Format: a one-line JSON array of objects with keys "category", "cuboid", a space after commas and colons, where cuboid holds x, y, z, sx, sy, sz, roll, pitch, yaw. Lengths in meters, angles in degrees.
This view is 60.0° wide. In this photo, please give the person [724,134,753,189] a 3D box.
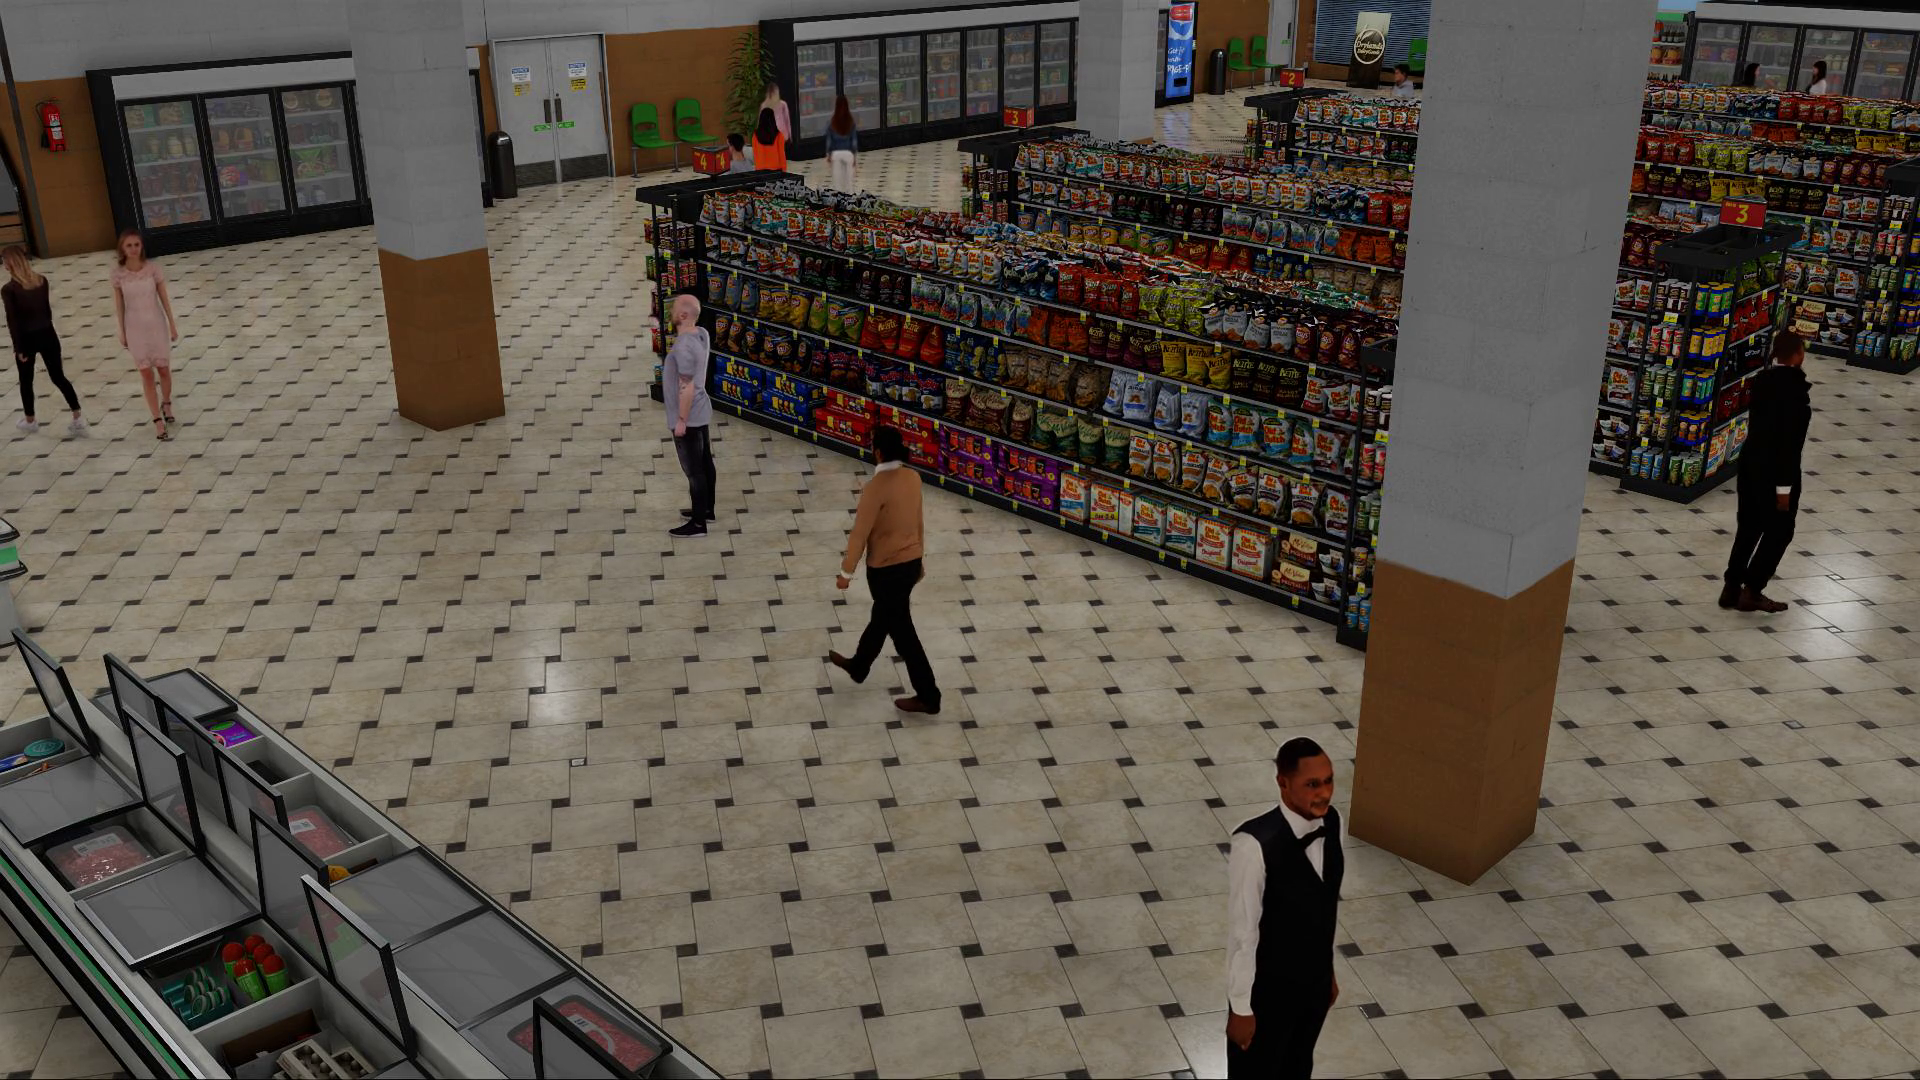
[{"category": "person", "cuboid": [-2.596, -3.861, 19.648, 0.655, 1.847, 0.691, 10, 24, 23]}]

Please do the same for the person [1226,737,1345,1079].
[{"category": "person", "cuboid": [1.168, 1.569, 6.041, 0.727, 1.918, 0.616, -16, 27, -34]}]

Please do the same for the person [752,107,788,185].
[{"category": "person", "cuboid": [-2.573, -4.980, 22.567, 0.663, 1.748, 0.770, 5, 22, 13]}]

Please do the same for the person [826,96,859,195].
[{"category": "person", "cuboid": [-1.693, -5.480, 23.924, 1.082, 1.664, 1.194, -2, 22, -4]}]

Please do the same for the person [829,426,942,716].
[{"category": "person", "cuboid": [-0.336, 0.218, 9.681, 1.199, 1.710, 0.848, 13, 25, 29]}]

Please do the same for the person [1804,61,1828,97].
[{"category": "person", "cuboid": [14.985, -7.529, 29.102, 1.134, 1.606, 1.032, 2, 22, 4]}]

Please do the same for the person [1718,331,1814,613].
[{"category": "person", "cuboid": [5.351, -0.420, 11.063, 0.917, 1.865, 0.819, 2, 22, 4]}]

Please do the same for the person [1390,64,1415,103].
[{"category": "person", "cuboid": [6.990, -6.473, 26.125, 1.177, 1.866, 1.268, -6, 23, -13]}]

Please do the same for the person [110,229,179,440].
[{"category": "person", "cuboid": [-7.149, -1.826, 14.666, 0.776, 1.787, 1.071, -12, 25, -27]}]

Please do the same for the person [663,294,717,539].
[{"category": "person", "cuboid": [-2.007, -0.940, 12.394, 0.793, 1.838, 0.757, 2, 22, 6]}]

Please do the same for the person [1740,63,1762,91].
[{"category": "person", "cuboid": [12.951, -7.017, 27.682, 1.182, 1.714, 0.875, 12, 25, 27]}]

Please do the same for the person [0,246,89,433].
[{"category": "person", "cuboid": [-8.026, -1.727, 14.564, 1.049, 1.678, 0.793, 11, 25, 26]}]

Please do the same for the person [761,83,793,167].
[{"category": "person", "cuboid": [-2.835, -6.169, 25.635, 1.053, 1.667, 0.999, 5, 22, 11]}]
